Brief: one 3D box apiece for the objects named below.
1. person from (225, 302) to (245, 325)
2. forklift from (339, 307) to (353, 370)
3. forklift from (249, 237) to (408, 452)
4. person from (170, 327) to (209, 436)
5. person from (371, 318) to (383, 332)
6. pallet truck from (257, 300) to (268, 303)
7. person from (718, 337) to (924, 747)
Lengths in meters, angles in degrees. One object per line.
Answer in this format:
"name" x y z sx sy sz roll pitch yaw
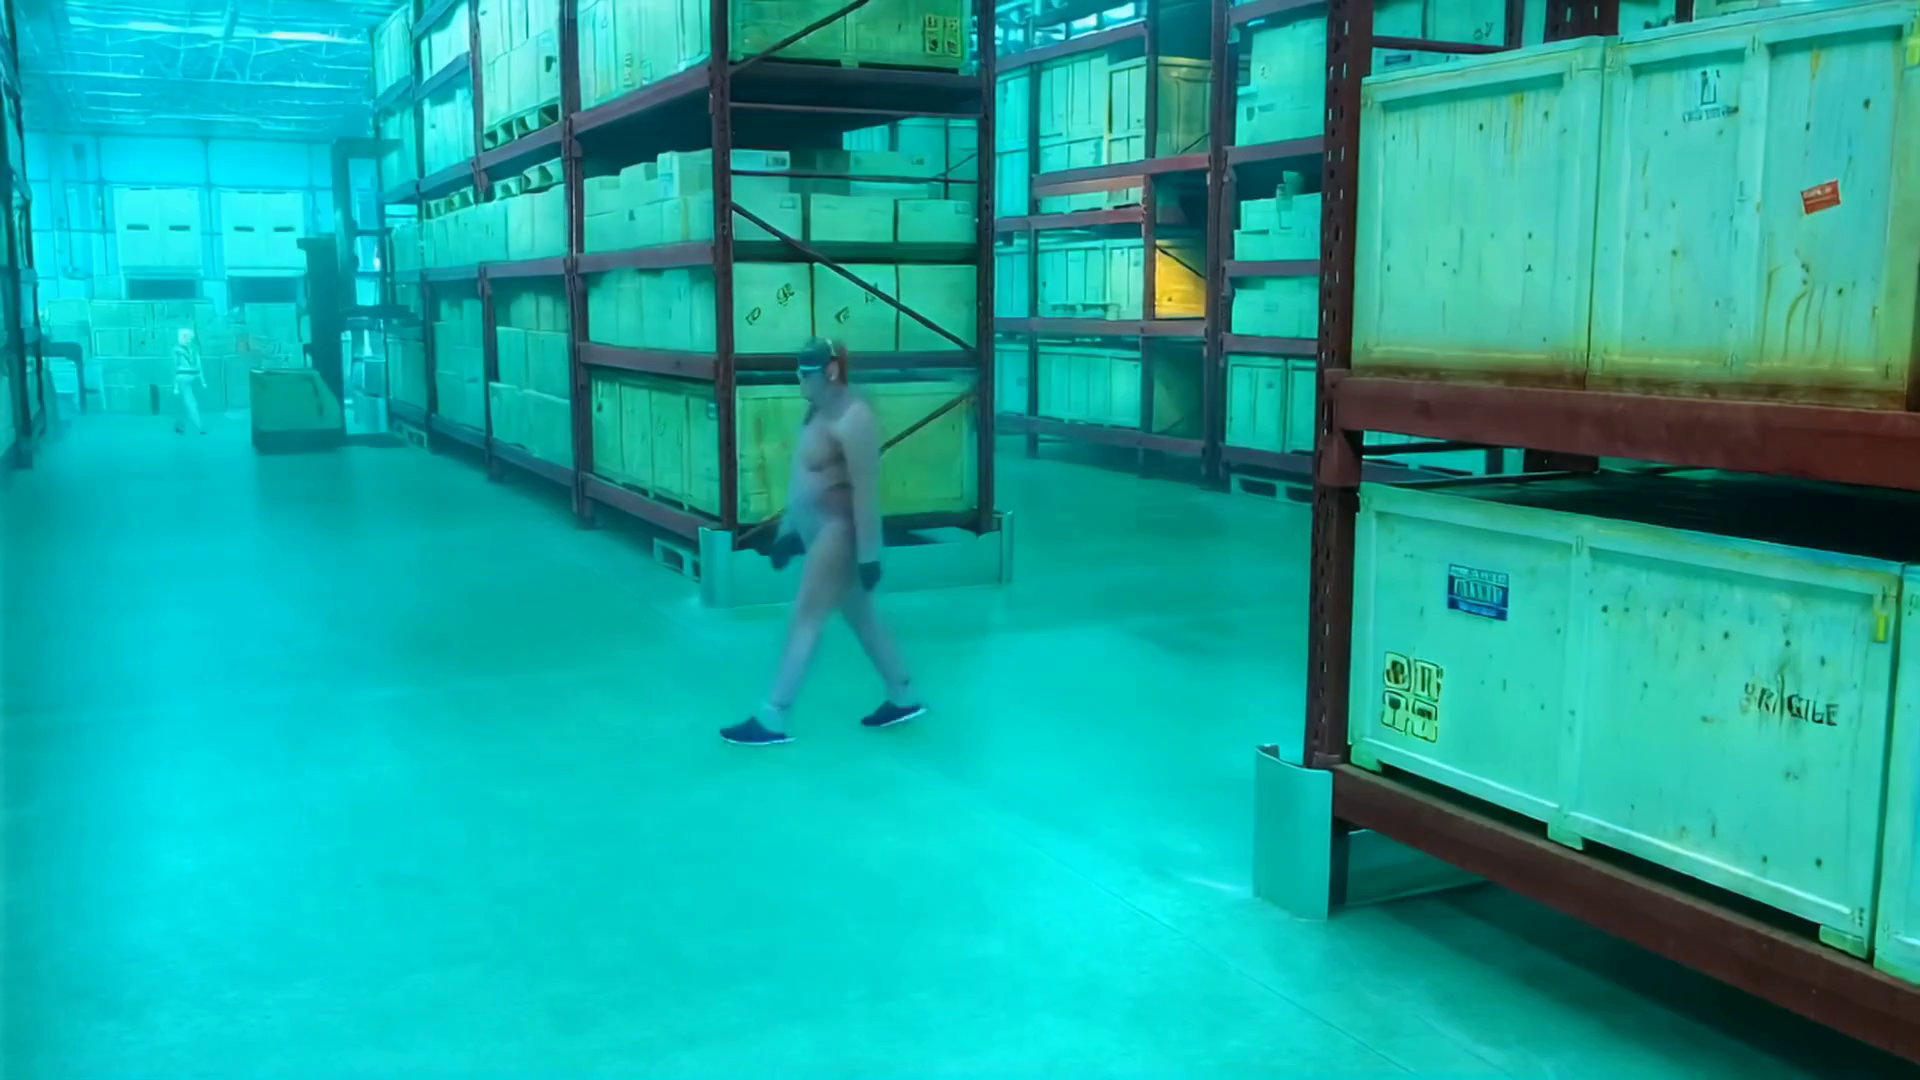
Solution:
"person" -20.622 -5.815 47.461 0.641 1.932 0.374 -4 9 -25
"forklift" -17.807 -6.198 46.830 1.129 2.768 1.873 -4 9 -26
"forklift" -8.497 -2.629 22.220 1.873 2.768 1.129 -4 9 -26
"person" -11.466 -2.349 24.650 0.808 1.606 0.523 4 9 25
"person" -14.576 -4.975 41.823 0.355 1.896 0.705 -6 10 -37
"pallet truck" -23.913 -7.404 58.171 1.885 1.965 0.823 -1 8 -9
"person" -0.605 -0.001 7.645 1.019 1.853 0.652 -3 9 -19
